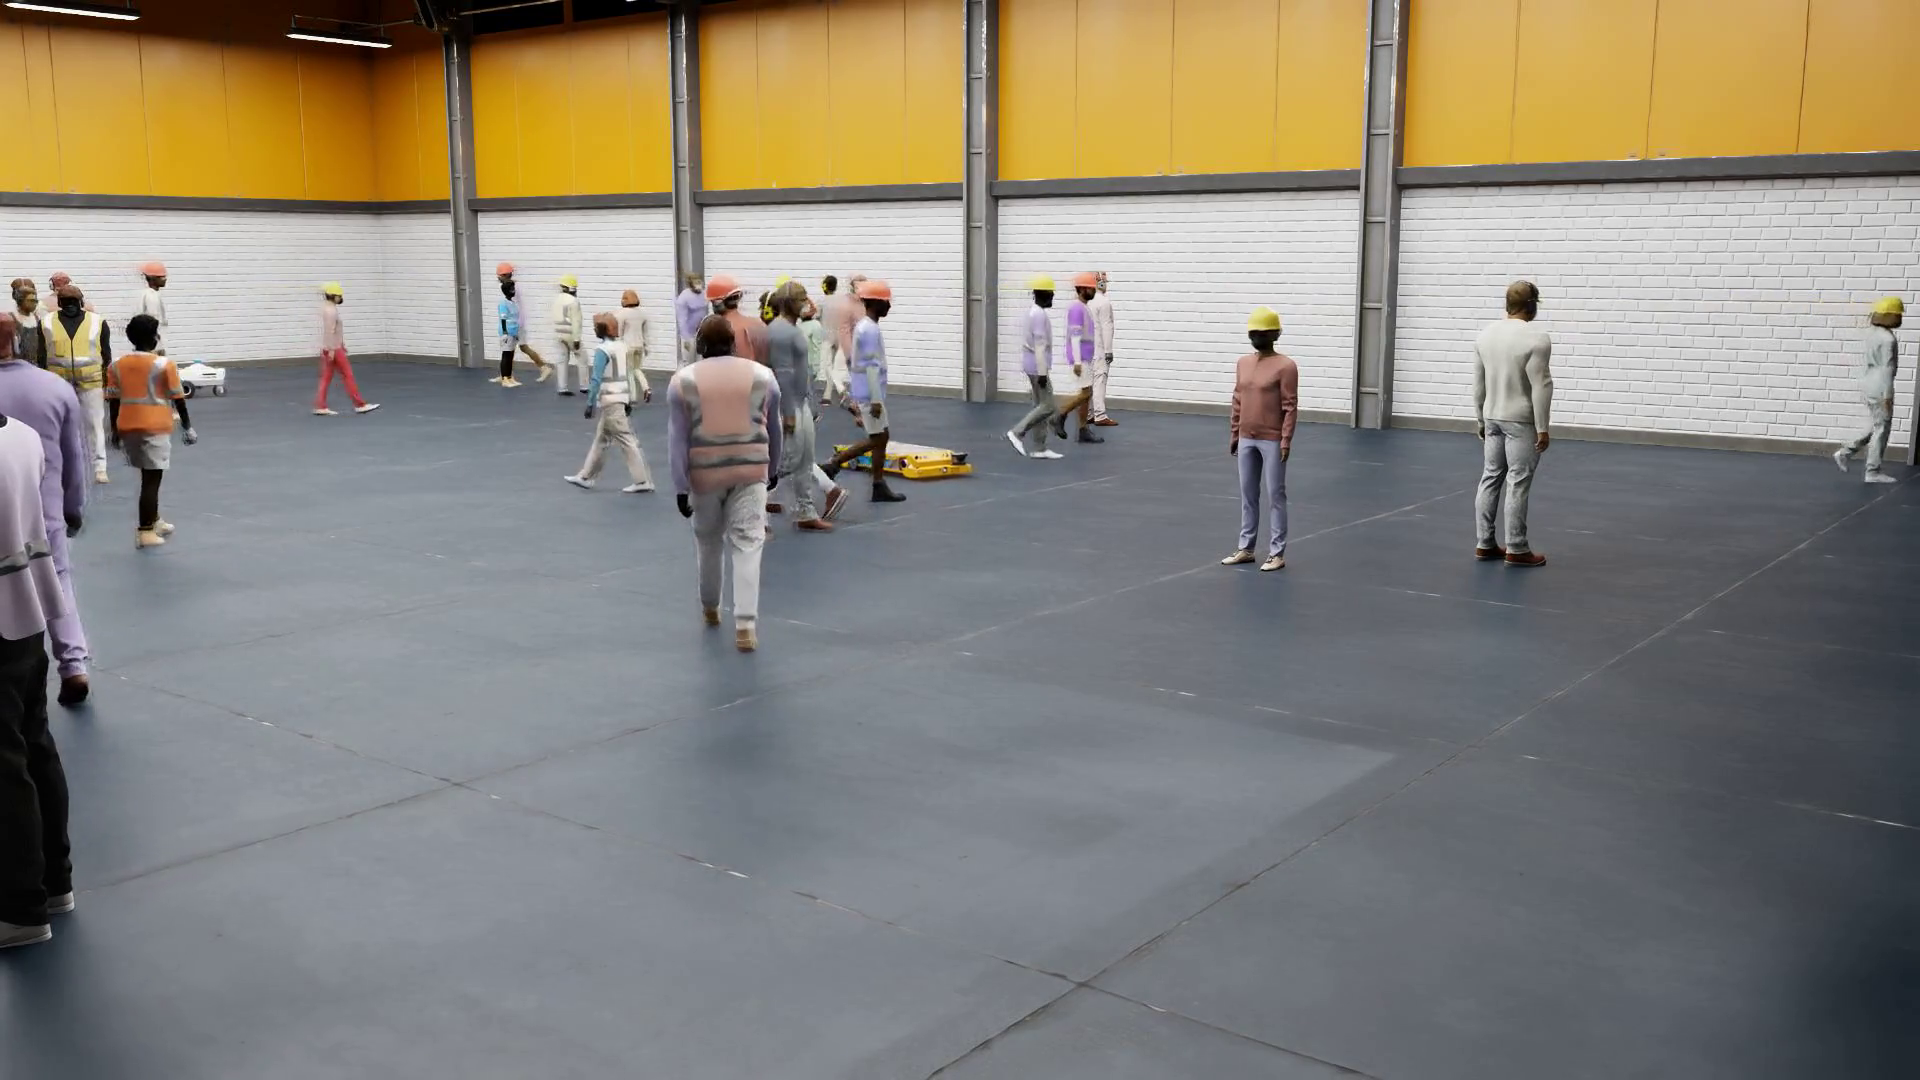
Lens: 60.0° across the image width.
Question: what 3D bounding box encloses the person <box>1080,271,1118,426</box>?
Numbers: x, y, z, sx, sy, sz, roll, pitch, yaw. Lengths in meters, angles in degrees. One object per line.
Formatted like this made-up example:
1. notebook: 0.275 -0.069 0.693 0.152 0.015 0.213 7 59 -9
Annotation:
1. person: 1.702 -2.363 20.553 0.409 1.909 0.639 -6 11 -30

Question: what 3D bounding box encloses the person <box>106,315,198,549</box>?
1. person: -5.861 -0.798 12.126 0.549 1.673 0.737 2 10 12

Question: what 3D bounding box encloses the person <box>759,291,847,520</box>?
1. person: -1.323 -1.074 13.320 0.925 1.831 0.524 5 11 28

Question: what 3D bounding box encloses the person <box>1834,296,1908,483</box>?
1. person: 8.464 -1.386 15.376 0.440 1.725 0.496 1 10 8

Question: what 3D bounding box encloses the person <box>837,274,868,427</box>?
1. person: -1.212 -2.291 20.217 0.434 1.880 0.688 7 12 35

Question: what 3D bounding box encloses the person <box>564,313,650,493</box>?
1. person: -3.136 -1.211 14.735 0.851 1.585 0.538 2 10 9

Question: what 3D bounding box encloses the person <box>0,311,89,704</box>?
1. person: -4.449 -0.156 7.833 0.660 1.862 0.985 -10 14 -44

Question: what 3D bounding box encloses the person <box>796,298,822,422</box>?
1. person: -1.810 -2.051 19.544 0.356 1.613 0.524 -9 13 -42

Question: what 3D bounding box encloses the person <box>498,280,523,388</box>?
1. person: -7.165 -3.270 26.439 0.322 1.696 0.536 1 10 5

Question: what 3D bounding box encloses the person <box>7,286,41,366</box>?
1. person: -10.256 -1.864 18.075 0.980 1.785 0.501 2 10 11

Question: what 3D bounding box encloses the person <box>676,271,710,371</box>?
1. person: -3.776 -2.896 23.759 0.941 1.869 0.641 9 13 42

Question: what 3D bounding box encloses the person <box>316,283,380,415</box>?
1. person: -8.115 -2.505 21.890 0.828 1.736 0.535 -5 11 -27

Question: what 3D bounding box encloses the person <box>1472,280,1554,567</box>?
1. person: 3.751 -0.787 11.284 0.357 1.937 0.638 -5 11 -27

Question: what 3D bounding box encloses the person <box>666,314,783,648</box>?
1. person: -1.282 -0.336 9.136 0.631 1.790 0.994 -2 10 -11

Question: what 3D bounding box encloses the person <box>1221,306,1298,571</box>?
1. person: 2.014 -0.677 11.149 0.318 1.767 0.528 -8 13 -40

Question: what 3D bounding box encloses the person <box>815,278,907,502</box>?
1. person: -0.833 -1.244 14.022 0.696 1.912 0.551 -1 10 -3

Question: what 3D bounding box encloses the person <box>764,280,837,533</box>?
1. person: -1.345 -0.987 12.507 0.743 1.924 0.635 1 10 6

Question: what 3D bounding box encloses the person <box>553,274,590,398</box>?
1. person: -5.666 -3.002 24.542 0.628 1.808 0.700 9 14 44

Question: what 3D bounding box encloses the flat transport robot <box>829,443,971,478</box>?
1. flat transport robot: -0.596 -0.794 16.171 0.652 0.197 1.431 -8 13 -39

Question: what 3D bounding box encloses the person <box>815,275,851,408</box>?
1. person: -1.757 -2.744 23.005 0.564 1.834 0.858 -8 12 -37

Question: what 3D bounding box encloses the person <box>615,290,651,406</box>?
1. person: -4.560 -2.665 23.152 0.373 1.622 0.506 8 13 40

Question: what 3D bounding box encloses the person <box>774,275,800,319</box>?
1. person: -2.394 -2.750 23.060 0.596 1.824 0.403 -9 13 -42

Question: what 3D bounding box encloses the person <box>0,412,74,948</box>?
1. person: -2.952 0.289 5.071 0.393 1.921 0.591 -2 10 -9

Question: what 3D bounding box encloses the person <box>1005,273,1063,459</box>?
1. person: 0.785 -1.768 17.049 0.512 1.915 0.603 -1 10 -3

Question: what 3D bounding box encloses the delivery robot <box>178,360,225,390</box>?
1. delivery robot: -11.238 -2.420 24.540 0.707 0.478 0.477 -7 12 -34

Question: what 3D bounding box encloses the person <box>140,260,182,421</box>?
1. person: -10.187 -2.505 21.020 0.534 2.029 0.626 -6 11 -30

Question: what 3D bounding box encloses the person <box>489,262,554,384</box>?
1. person: -7.188 -3.545 27.200 0.996 2.004 0.603 -3 10 -18

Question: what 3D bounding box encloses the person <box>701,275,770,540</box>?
1. person: -1.689 -0.994 12.437 0.824 1.949 0.634 9 13 41

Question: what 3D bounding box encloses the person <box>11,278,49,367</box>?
1. person: -10.720 -2.098 19.209 0.624 1.841 0.430 8 12 38

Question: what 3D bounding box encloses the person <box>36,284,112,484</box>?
1. person: -8.122 -1.424 15.290 0.620 1.838 0.429 -4 11 -24

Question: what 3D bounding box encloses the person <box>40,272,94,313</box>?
1. person: -10.415 -2.164 19.391 0.643 1.910 0.399 -9 13 -41

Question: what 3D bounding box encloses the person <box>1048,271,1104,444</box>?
1. person: 1.329 -2.026 18.527 0.522 1.927 0.561 3 10 16
